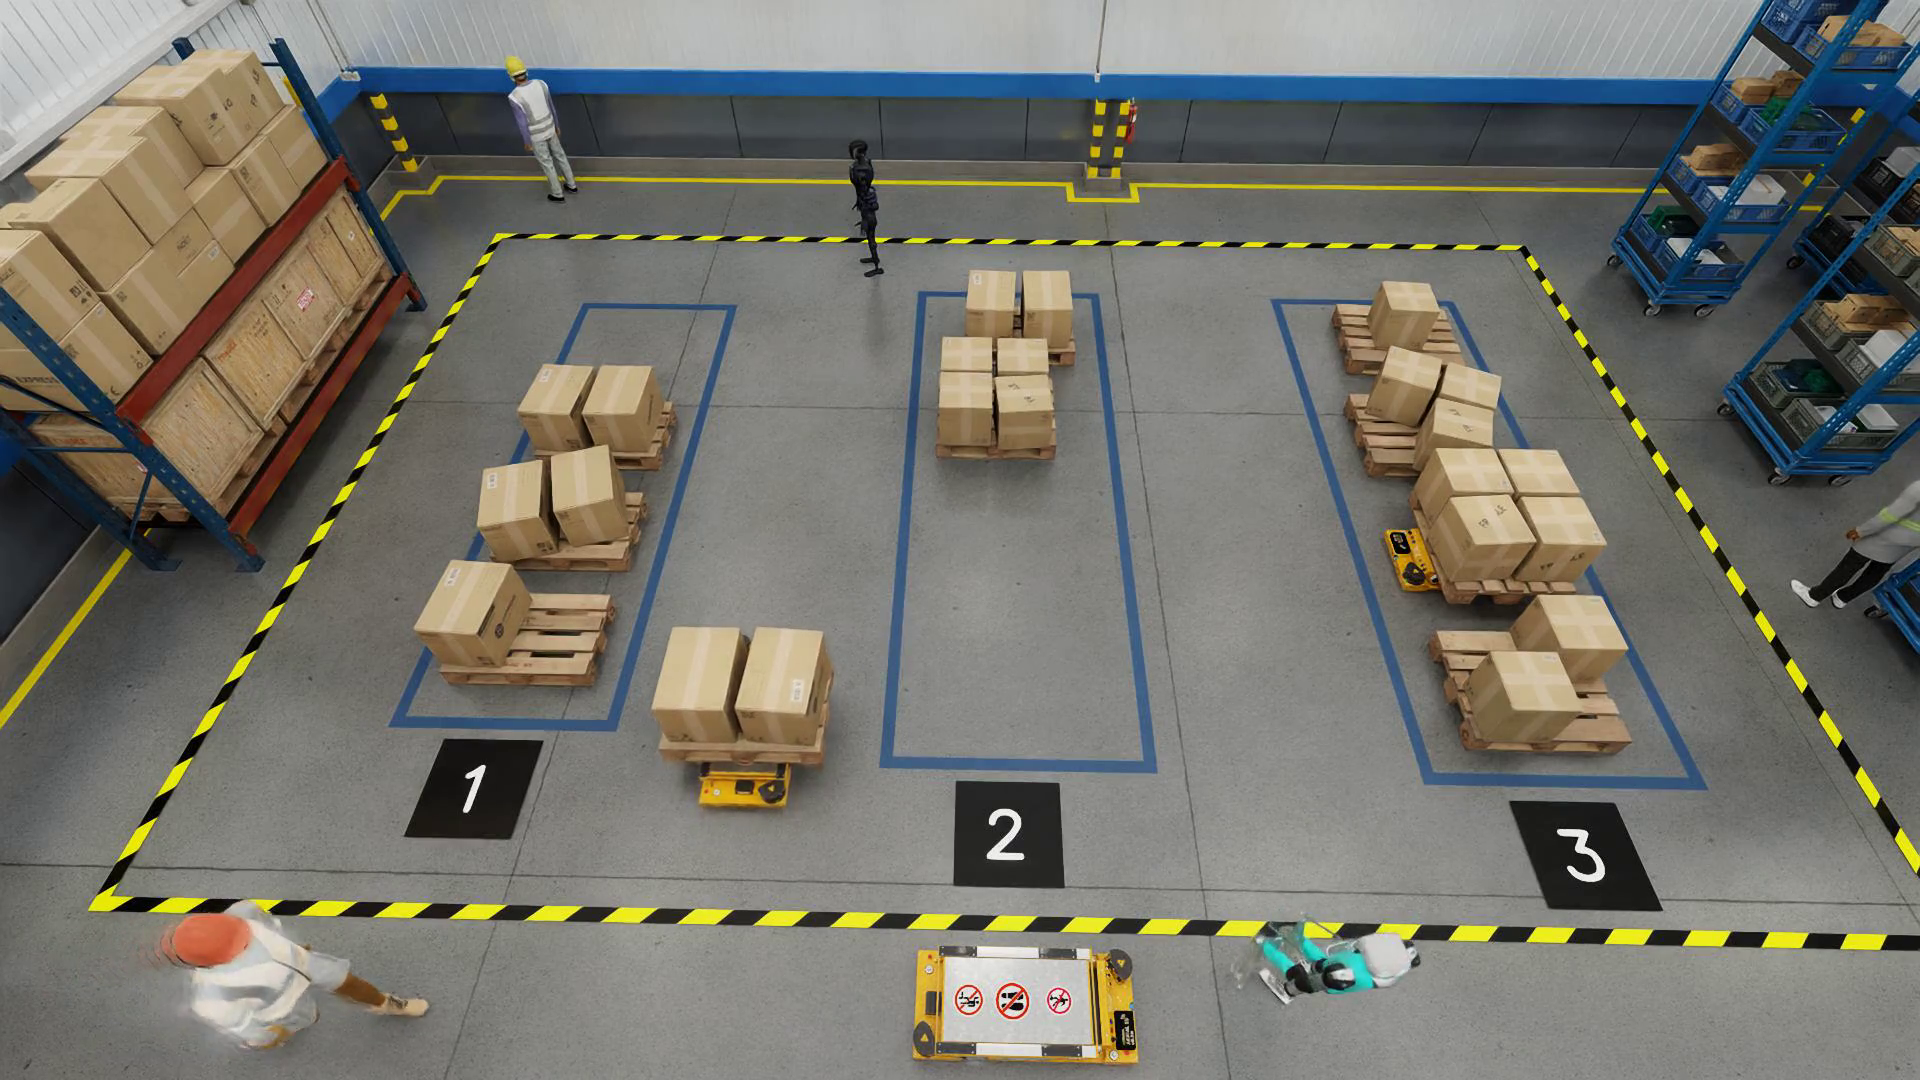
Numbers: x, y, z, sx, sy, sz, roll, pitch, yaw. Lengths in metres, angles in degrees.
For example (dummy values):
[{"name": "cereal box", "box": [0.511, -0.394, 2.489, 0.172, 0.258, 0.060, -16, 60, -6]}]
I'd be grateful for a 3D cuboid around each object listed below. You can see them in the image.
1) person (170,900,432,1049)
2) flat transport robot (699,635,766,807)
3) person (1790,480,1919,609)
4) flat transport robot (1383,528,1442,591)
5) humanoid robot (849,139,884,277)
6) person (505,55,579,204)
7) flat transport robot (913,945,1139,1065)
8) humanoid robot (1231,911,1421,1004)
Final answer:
[{"name": "person", "box": [-4.001, 2.572, 5.276, 0.920, 2.006, 0.619, -6, 51, -5]}, {"name": "flat transport robot", "box": [-1.628, 1.409, 7.319, 0.652, 0.197, 1.431, 1, 51, 1]}, {"name": "person", "box": [7.687, -0.079, 7.531, 0.588, 1.849, 0.394, 6, 51, 5]}, {"name": "flat transport robot", "box": [4.689, 0.155, 8.342, 1.431, 0.197, 0.652, 1, 51, 1]}, {"name": "humanoid robot", "box": [-1.111, -3.883, 10.731, 0.315, 1.659, 0.599, -8, 51, -6]}, {"name": "person", "box": [-5.388, -5.236, 11.746, 0.403, 1.827, 0.599, 23, 55, 18]}, {"name": "flat transport robot", "box": [0.422, 3.041, 6.007, 1.431, 0.231, 0.659, 1, 51, 1]}, {"name": "humanoid robot", "box": [2.095, 2.468, 5.532, 0.580, 1.766, 0.799, -12, 52, -10]}]
